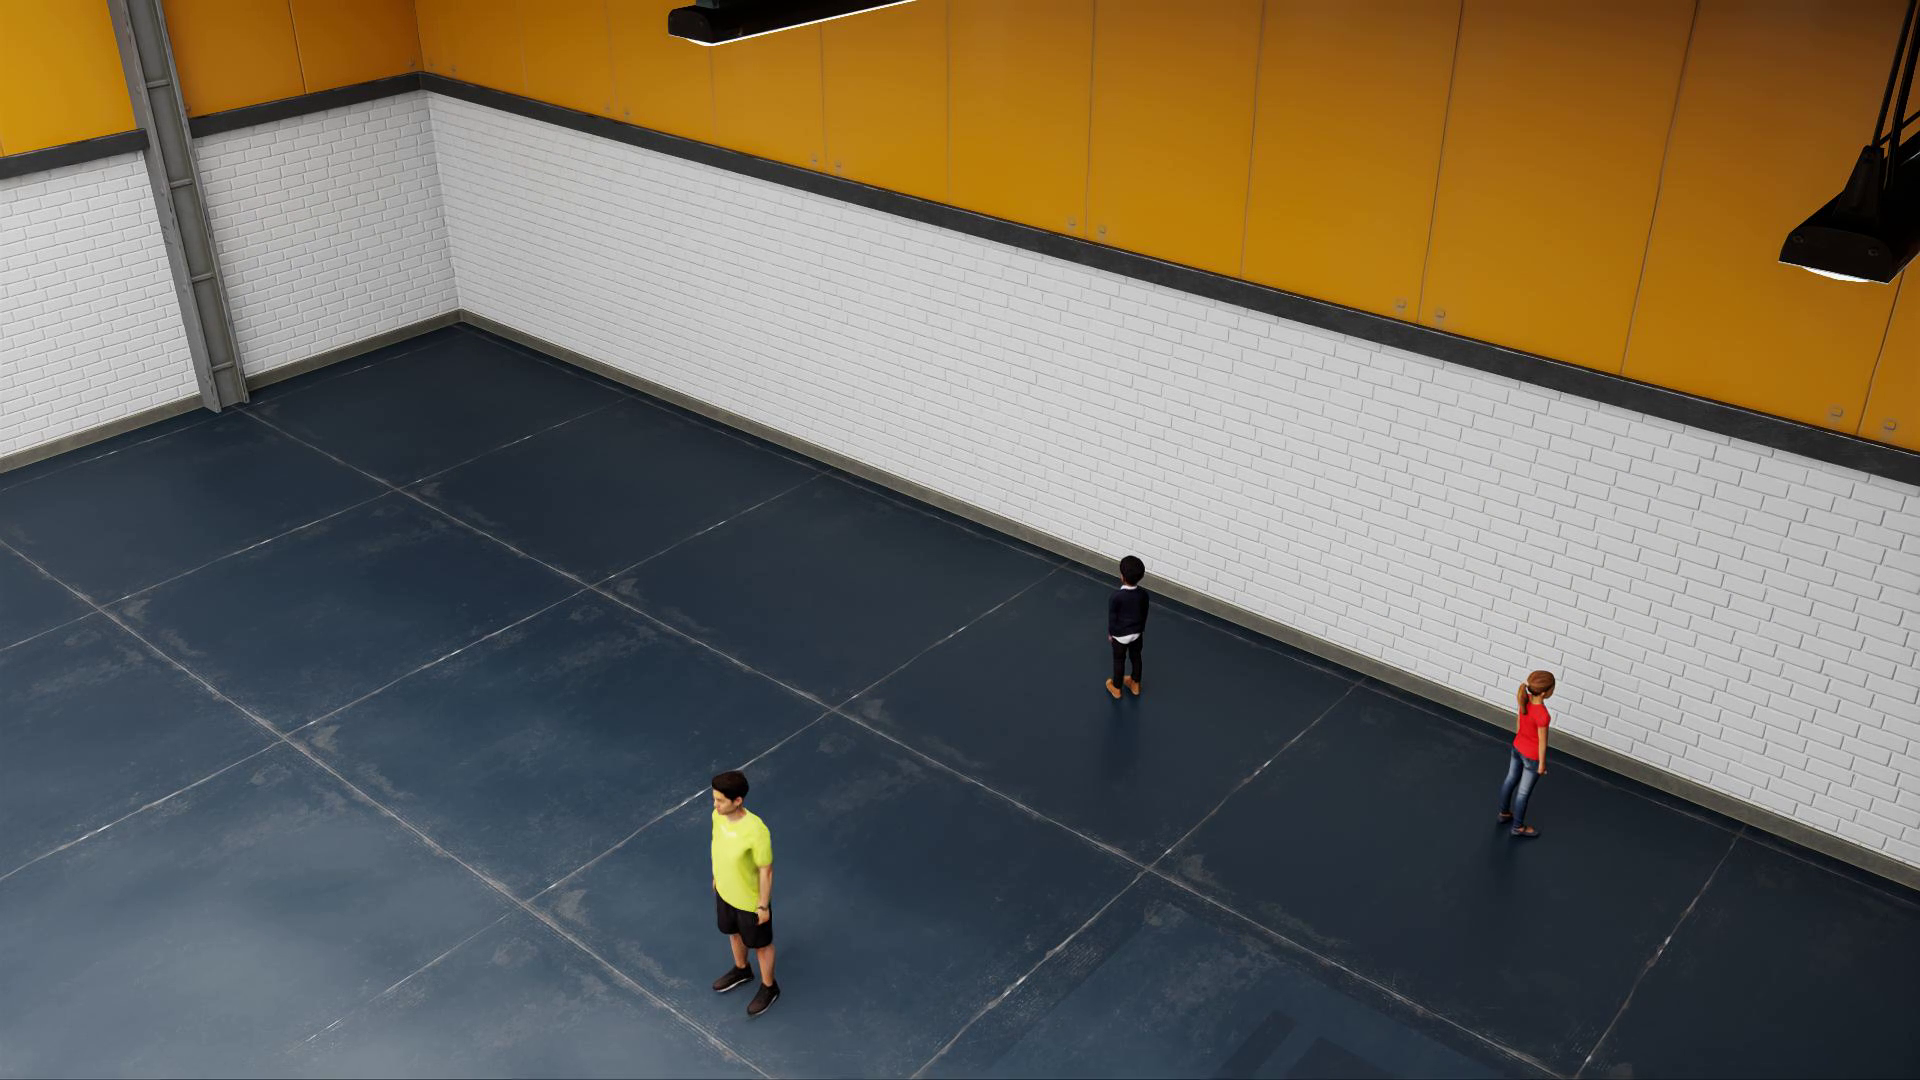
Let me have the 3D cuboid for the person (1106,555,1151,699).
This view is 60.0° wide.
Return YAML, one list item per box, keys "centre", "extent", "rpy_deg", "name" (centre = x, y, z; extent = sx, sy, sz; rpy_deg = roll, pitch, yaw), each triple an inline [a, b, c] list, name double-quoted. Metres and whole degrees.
- centre: [1.323, 0.684, 13.072]
  extent: [0.541, 1.222, 0.633]
  rpy_deg: [-10, 30, -18]
  name: "person"

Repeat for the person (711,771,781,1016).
- centre: [-1.303, 2.083, 10.001]
  extent: [0.621, 1.708, 0.505]
  rpy_deg: [23, 36, 36]
  name: "person"

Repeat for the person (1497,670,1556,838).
- centre: [3.938, 1.466, 11.546]
  extent: [0.624, 1.311, 0.573]
  rpy_deg: [-7, 29, -12]
  name: "person"
